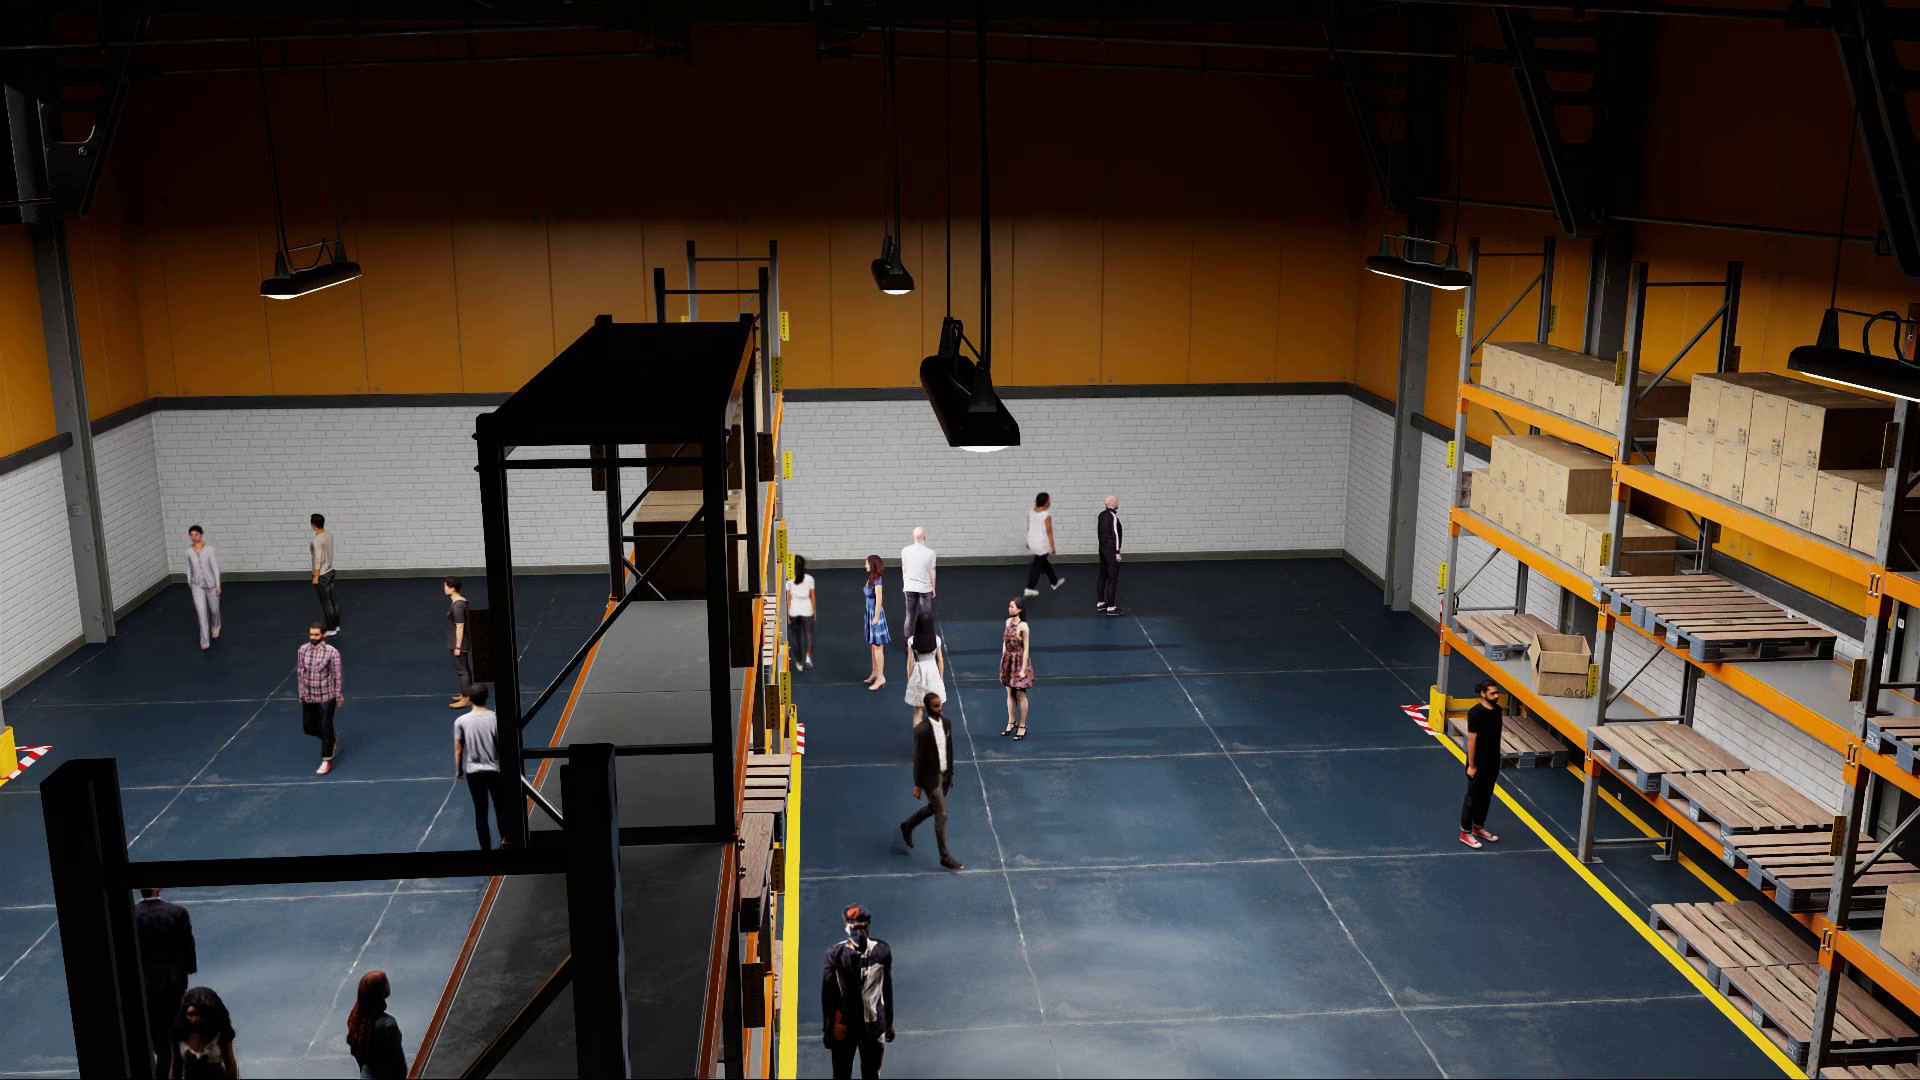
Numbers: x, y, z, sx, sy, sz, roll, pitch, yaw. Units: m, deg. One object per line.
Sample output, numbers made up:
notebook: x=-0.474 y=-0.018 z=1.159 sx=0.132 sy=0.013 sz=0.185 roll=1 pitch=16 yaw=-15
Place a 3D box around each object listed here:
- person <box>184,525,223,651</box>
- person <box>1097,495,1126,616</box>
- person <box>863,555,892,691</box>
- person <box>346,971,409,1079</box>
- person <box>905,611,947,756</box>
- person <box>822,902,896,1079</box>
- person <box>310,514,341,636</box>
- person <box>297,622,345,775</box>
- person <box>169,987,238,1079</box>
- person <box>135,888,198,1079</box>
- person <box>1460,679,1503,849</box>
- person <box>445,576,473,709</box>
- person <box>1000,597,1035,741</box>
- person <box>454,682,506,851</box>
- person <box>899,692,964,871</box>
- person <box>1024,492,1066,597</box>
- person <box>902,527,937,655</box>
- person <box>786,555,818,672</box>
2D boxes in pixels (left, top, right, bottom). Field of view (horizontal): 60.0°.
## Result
person: x=-10.809 y=0.650 z=23.856 sx=0.783 sy=1.737 sz=1.146 roll=-5 pitch=14 yaw=-18
person: x=2.279 y=0.208 z=25.468 sx=0.803 sy=1.837 sz=0.647 roll=-6 pitch=15 yaw=-25
person: x=-1.135 y=1.072 z=21.969 sx=0.758 sy=1.806 sz=0.552 roll=-3 pitch=14 yaw=-13
person: x=-3.889 y=3.711 z=11.204 sx=0.670 sy=1.743 sz=0.700 roll=7 pitch=15 yaw=27
person: x=-0.406 y=1.690 z=19.482 sx=0.630 sy=1.774 sz=0.608 roll=-1 pitch=14 yaw=-5
person: x=-0.729 y=3.470 z=11.879 sx=0.729 sy=1.893 sz=0.662 roll=-4 pitch=14 yaw=-16
person: x=-9.299 y=0.492 z=24.361 sx=0.748 sy=1.807 sz=0.535 roll=1 pitch=14 yaw=4
person: x=-7.351 y=1.778 z=19.184 sx=0.825 sy=1.744 sz=0.978 roll=2 pitch=14 yaw=9
person: x=-5.088 y=3.751 z=11.310 sx=0.559 sy=1.615 sz=0.600 roll=-1 pitch=14 yaw=-5
person: x=-6.037 y=3.383 z=12.513 sx=0.775 sy=1.765 sz=1.126 roll=-3 pitch=14 yaw=-14
person: x=5.380 y=2.272 z=17.115 sx=0.724 sy=1.758 sz=0.744 roll=-11 pitch=17 yaw=-38
person: x=-6.400 y=1.286 z=21.279 sx=0.694 sy=1.714 sz=0.492 roll=-2 pitch=14 yaw=-9
person: x=0.673 y=1.542 z=20.096 sx=0.855 sy=1.774 sz=0.774 roll=-10 pitch=17 yaw=-35
person: x=-4.744 y=2.353 z=16.577 sx=0.751 sy=1.853 sz=0.908 roll=-2 pitch=14 yaw=-9
person: x=-0.321 y=2.382 z=16.637 sx=1.201 sy=1.769 sz=1.144 roll=11 pitch=17 yaw=38
person: x=1.230 y=0.092 z=26.351 sx=1.015 sy=1.648 sz=1.121 roll=-8 pitch=16 yaw=-29
person: x=-0.593 y=0.707 z=23.423 sx=0.722 sy=1.830 sz=0.697 roll=3 pitch=14 yaw=14
person: x=-2.144 y=1.021 z=22.546 sx=0.620 sy=1.633 sz=0.759 roll=-3 pitch=14 yaw=-10
